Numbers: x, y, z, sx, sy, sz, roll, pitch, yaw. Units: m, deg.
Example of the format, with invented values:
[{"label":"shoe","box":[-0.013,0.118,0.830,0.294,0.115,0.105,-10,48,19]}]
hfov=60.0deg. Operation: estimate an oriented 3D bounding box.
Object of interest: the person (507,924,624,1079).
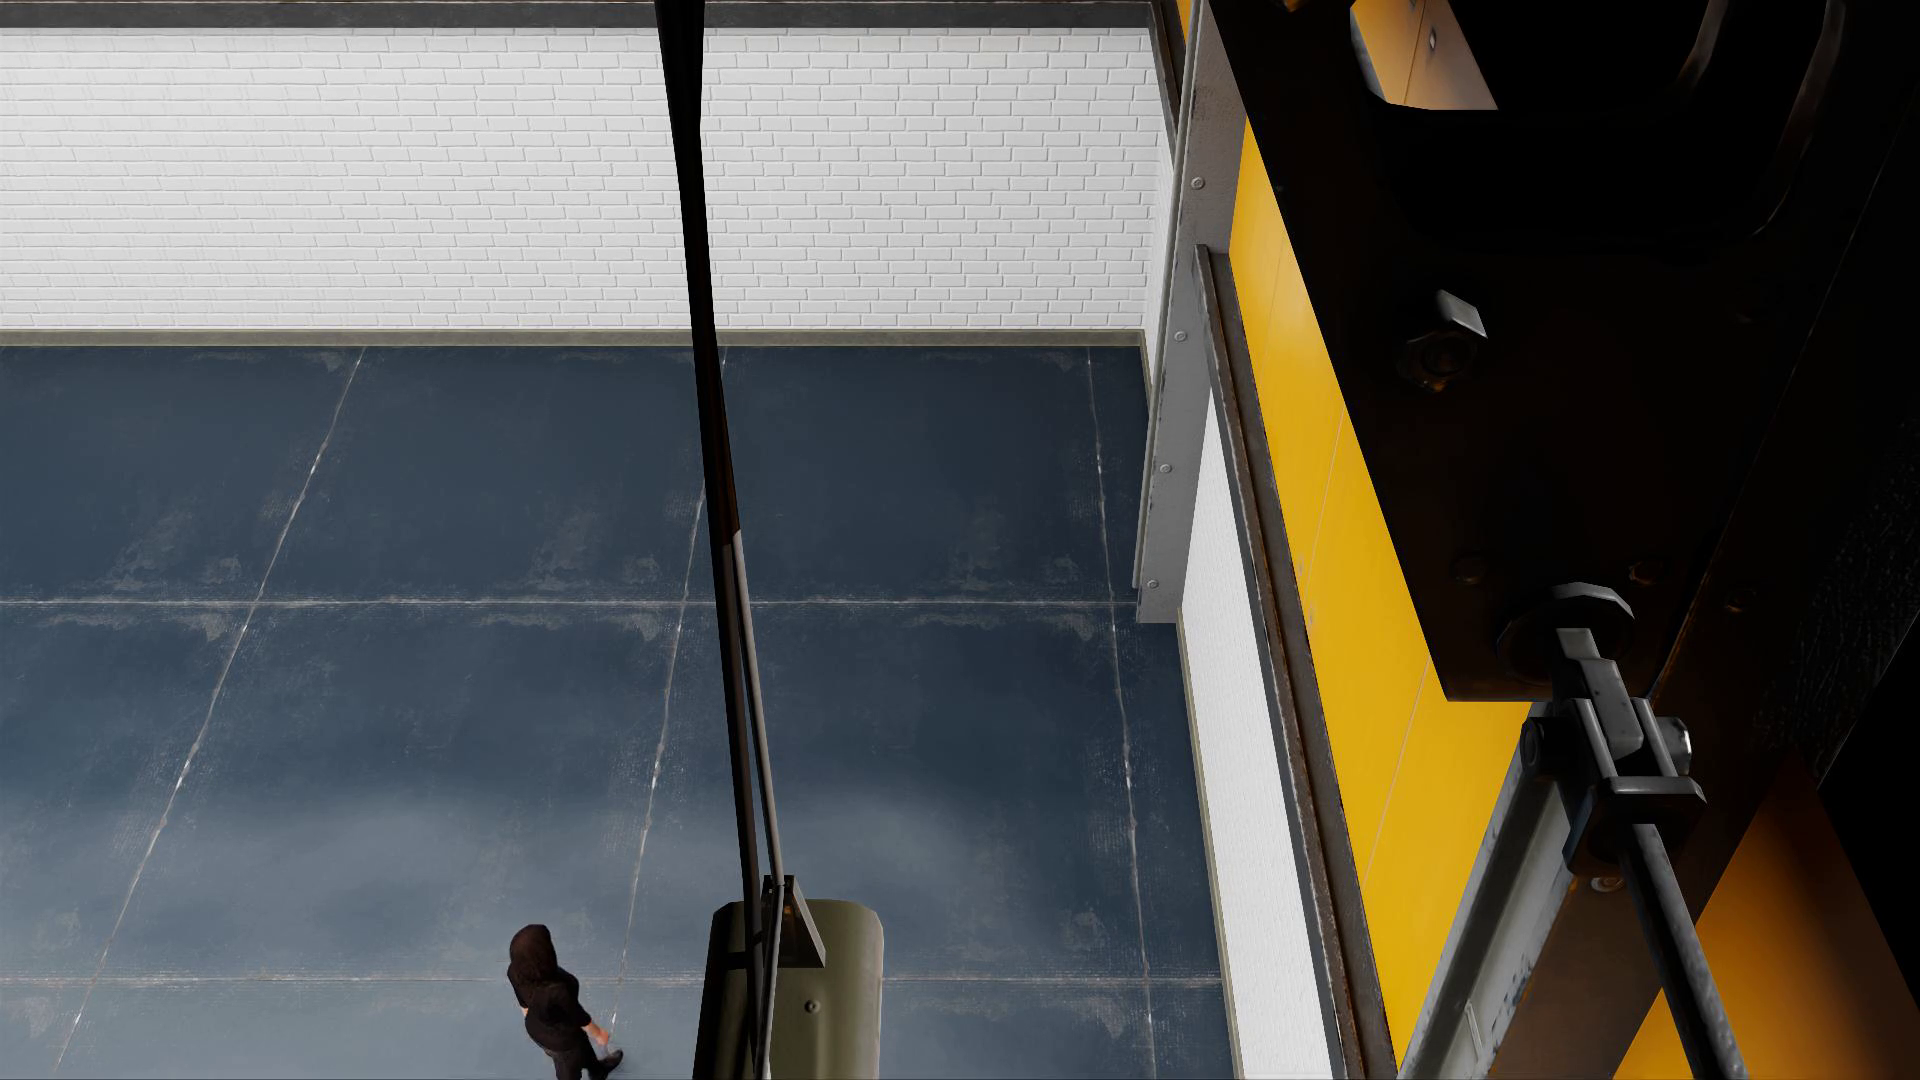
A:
[{"label":"person","box":[-2.046,2.521,8.294,0.947,1.617,1.096,27,50,25]}]
